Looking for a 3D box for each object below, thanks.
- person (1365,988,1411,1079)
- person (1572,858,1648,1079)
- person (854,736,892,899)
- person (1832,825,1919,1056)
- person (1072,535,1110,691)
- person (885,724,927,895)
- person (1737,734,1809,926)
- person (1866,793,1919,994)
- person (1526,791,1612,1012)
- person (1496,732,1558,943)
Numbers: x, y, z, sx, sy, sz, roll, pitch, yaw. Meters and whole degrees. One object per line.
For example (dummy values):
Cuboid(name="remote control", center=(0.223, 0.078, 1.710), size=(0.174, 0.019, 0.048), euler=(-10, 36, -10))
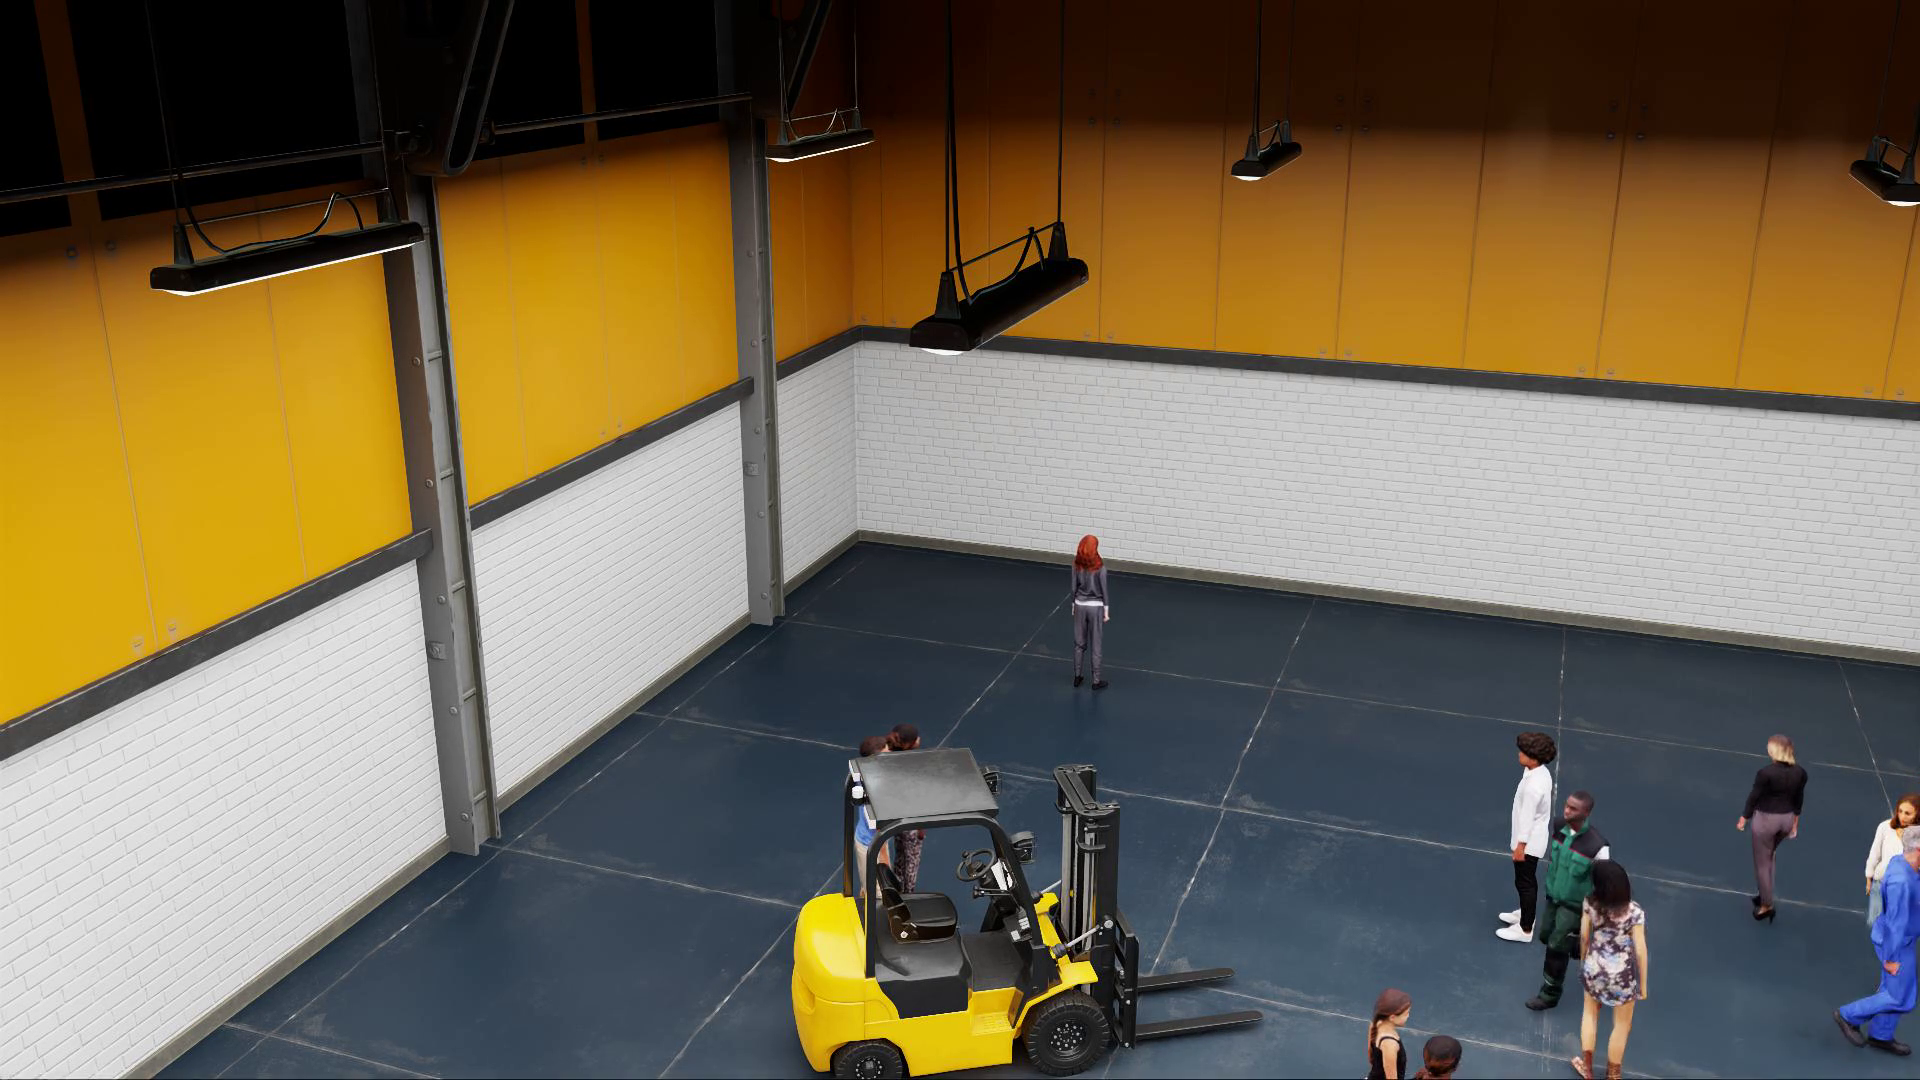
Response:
Cuboid(name="person", center=(2.663, 3.525, 10.496), size=(0.674, 1.564, 0.570), euler=(-1, 19, -4))
Cuboid(name="person", center=(4.577, 3.056, 11.645), size=(0.711, 1.719, 0.807), euler=(-13, 22, -33))
Cuboid(name="person", center=(-0.695, 2.420, 13.308), size=(0.797, 1.864, 0.695), euler=(-4, 19, -13))
Cuboid(name="person", center=(6.668, 2.885, 12.008), size=(0.922, 1.812, 0.810), euler=(14, 23, 36))
Cuboid(name="person", center=(1.420, 0.785, 18.294), size=(0.601, 1.780, 0.543), euler=(10, 21, 26))
Cuboid(name="person", center=(-0.438, 2.311, 13.865), size=(0.739, 1.714, 0.678), euler=(-8, 20, -23))
Cuboid(name="person", center=(6.720, 2.418, 13.650), size=(0.722, 1.649, 0.770), euler=(-5, 19, -13))
Cuboid(name="person", center=(7.262, 2.688, 12.827), size=(0.832, 1.662, 0.971), euler=(16, 24, 39))
Cuboid(name="person", center=(4.664, 2.707, 12.527), size=(1.094, 1.819, 1.040), euler=(-8, 20, -23))
Cuboid(name="person", center=(4.624, 2.391, 13.488), size=(0.682, 1.805, 0.487), euler=(8, 20, 21))
